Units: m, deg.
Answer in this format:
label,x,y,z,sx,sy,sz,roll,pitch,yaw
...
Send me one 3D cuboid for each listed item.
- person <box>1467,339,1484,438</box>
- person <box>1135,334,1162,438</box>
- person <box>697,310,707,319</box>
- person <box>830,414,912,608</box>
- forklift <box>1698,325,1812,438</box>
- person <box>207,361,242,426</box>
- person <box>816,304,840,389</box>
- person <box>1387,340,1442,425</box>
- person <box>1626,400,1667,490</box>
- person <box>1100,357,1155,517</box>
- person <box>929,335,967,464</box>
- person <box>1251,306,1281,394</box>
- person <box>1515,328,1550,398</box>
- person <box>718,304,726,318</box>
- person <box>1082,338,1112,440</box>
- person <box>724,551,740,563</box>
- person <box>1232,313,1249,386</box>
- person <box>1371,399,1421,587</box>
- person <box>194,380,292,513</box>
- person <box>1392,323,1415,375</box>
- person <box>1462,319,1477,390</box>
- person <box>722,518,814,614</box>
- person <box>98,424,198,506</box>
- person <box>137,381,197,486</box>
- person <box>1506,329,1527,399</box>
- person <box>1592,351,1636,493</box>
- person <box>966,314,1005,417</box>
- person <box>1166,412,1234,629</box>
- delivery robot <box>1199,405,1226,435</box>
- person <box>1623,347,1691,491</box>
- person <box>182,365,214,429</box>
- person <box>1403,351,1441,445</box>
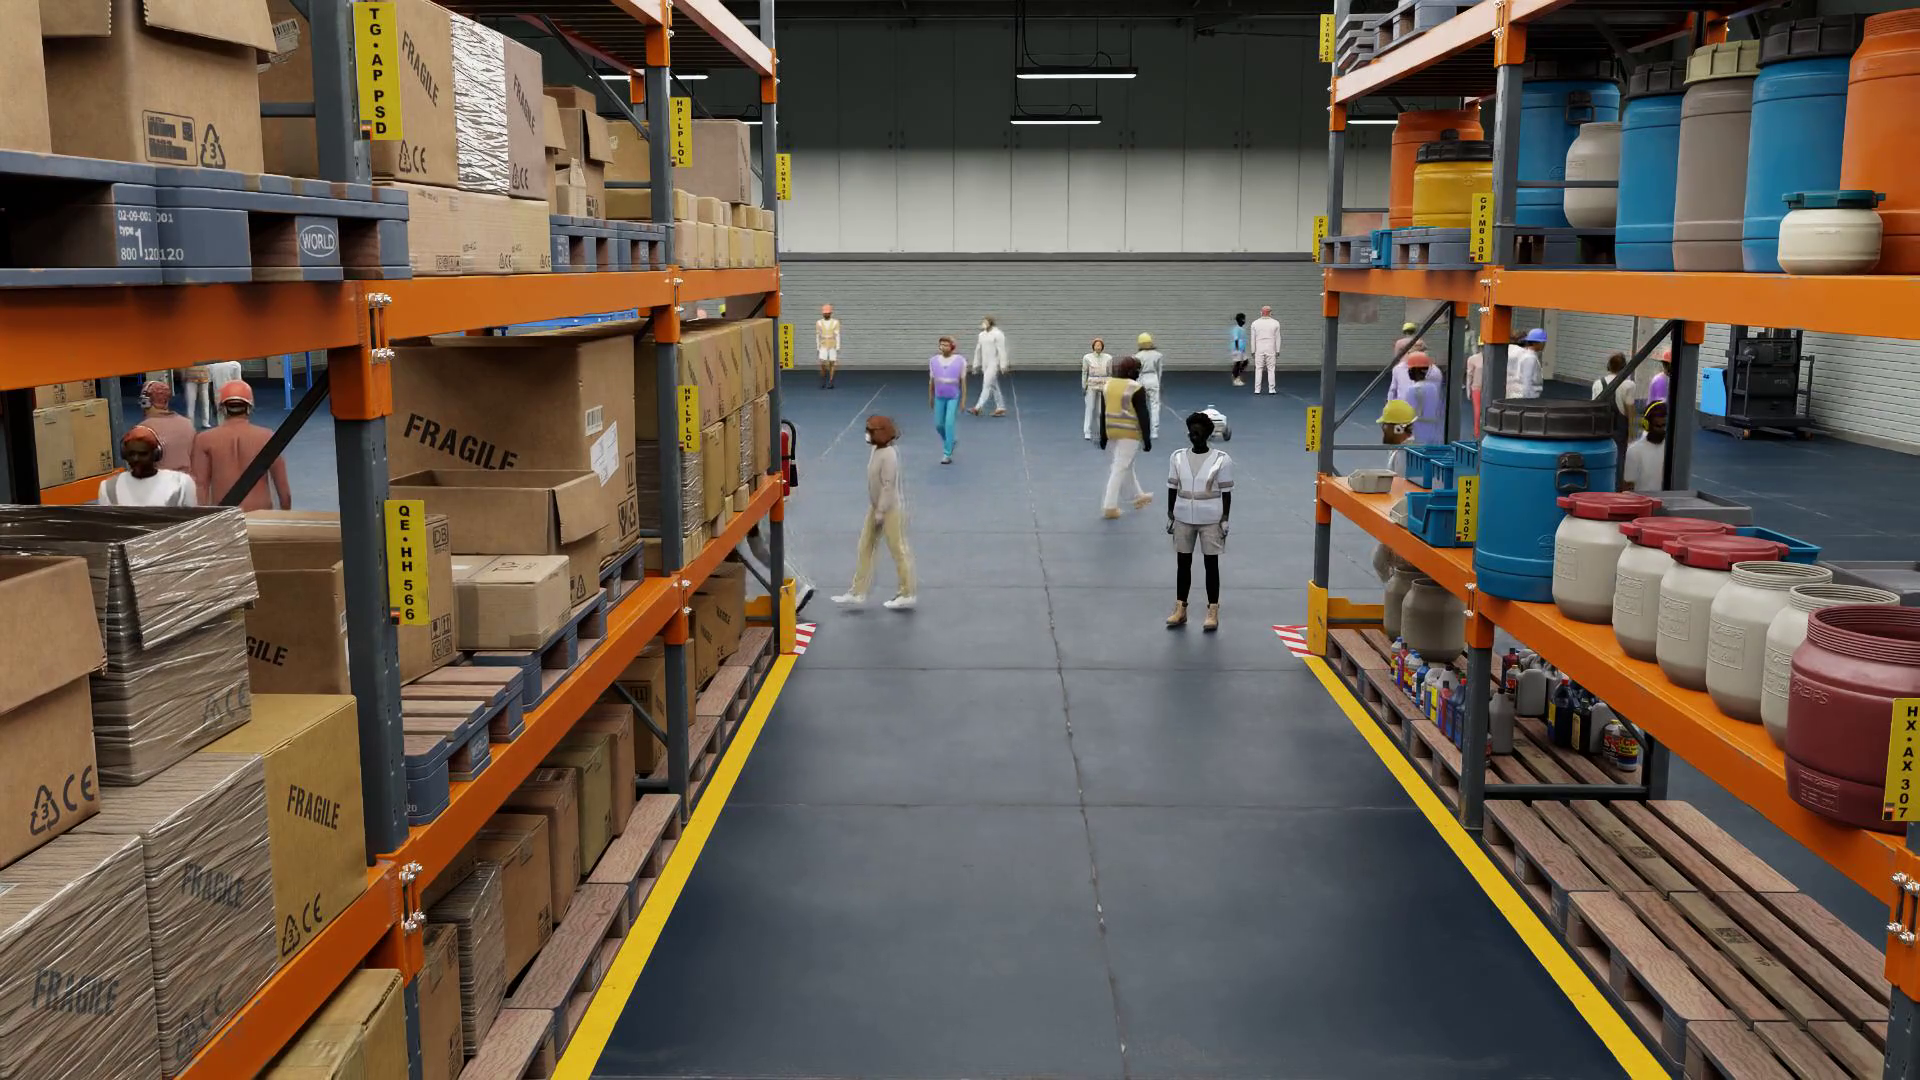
label,x,y,z,sx,sy,sz,roll,pitch,yaw
person,8.206,-2.370,26.130,0.529,1.754,0.625,0,9,1
person,3.070,-2.534,27.275,0.499,1.685,0.940,-1,10,-8
person,-4.962,-3.460,32.071,0.633,1.947,1.018,-4,10,-20
person,-0.729,-0.226,13.648,0.761,1.601,0.512,-3,10,-19
forklift,13.248,-3.165,27.620,1.129,2.768,1.873,0,9,1
person,-9.745,-1.770,22.161,0.515,1.872,0.328,1,10,6
person,-2.987,-4.371,37.635,0.545,1.912,0.632,0,9,1
person,5.808,-1.620,21.235,0.642,1.879,0.891,8,12,39
person,5.203,-0.163,12.632,0.607,1.832,0.563,-5,11,-28
person,1.947,-1.175,18.831,0.964,1.787,0.629,-7,12,-36
person,-0.168,-2.029,23.845,0.565,1.828,0.564,4,10,20
person,6.646,-4.128,36.171,0.643,1.909,0.410,2,10,13
person,7.996,-1.982,23.229,0.479,1.930,0.641,3,10,17
person,-5.342,-4.537,38.682,0.654,1.885,0.445,-7,12,-37
person,2.221,-2.449,26.921,0.523,1.636,0.310,-2,10,-14
person,-1.980,-0.319,13.090,0.756,1.995,0.596,8,12,40
person,6.489,-4.409,38.507,0.370,1.681,0.562,5,11,28
person,3.353,-0.160,12.673,0.430,1.813,0.608,2,10,12
person,-5.370,-0.216,12.516,0.660,1.968,0.676,-3,10,-17
person,8.501,-3.282,31.640,0.544,1.710,0.921,0,9,-3
person,11.296,-4.140,37.181,0.519,1.595,0.824,-2,10,-9
person,-1.661,-0.286,13.262,0.921,1.873,0.607,1,10,5
person,-4.987,0.223,10.227,0.614,1.866,0.490,-1,10,-5
person,-6.424,-0.326,13.399,0.403,1.906,0.651,2,10,13
person,8.506,-2.300,25.452,0.455,1.833,0.662,-1,10,-9
person,7.503,-1.246,19.101,0.513,1.844,0.345,9,13,44
person,0.465,-3.204,30.683,1.006,1.886,0.660,-7,12,-36
person,1.860,-0.155,12.998,0.542,1.696,0.316,5,11,27
delivery robot,4.068,-1.941,26.961,0.477,0.478,0.707,-1,10,-8
person,8.234,-1.324,19.519,1.018,1.877,0.539,9,13,43
person,-13.110,-2.721,28.628,0.598,1.605,0.406,-4,10,-20
person,4.988,-1.112,18.176,0.568,1.883,0.985,-7,12,-37
